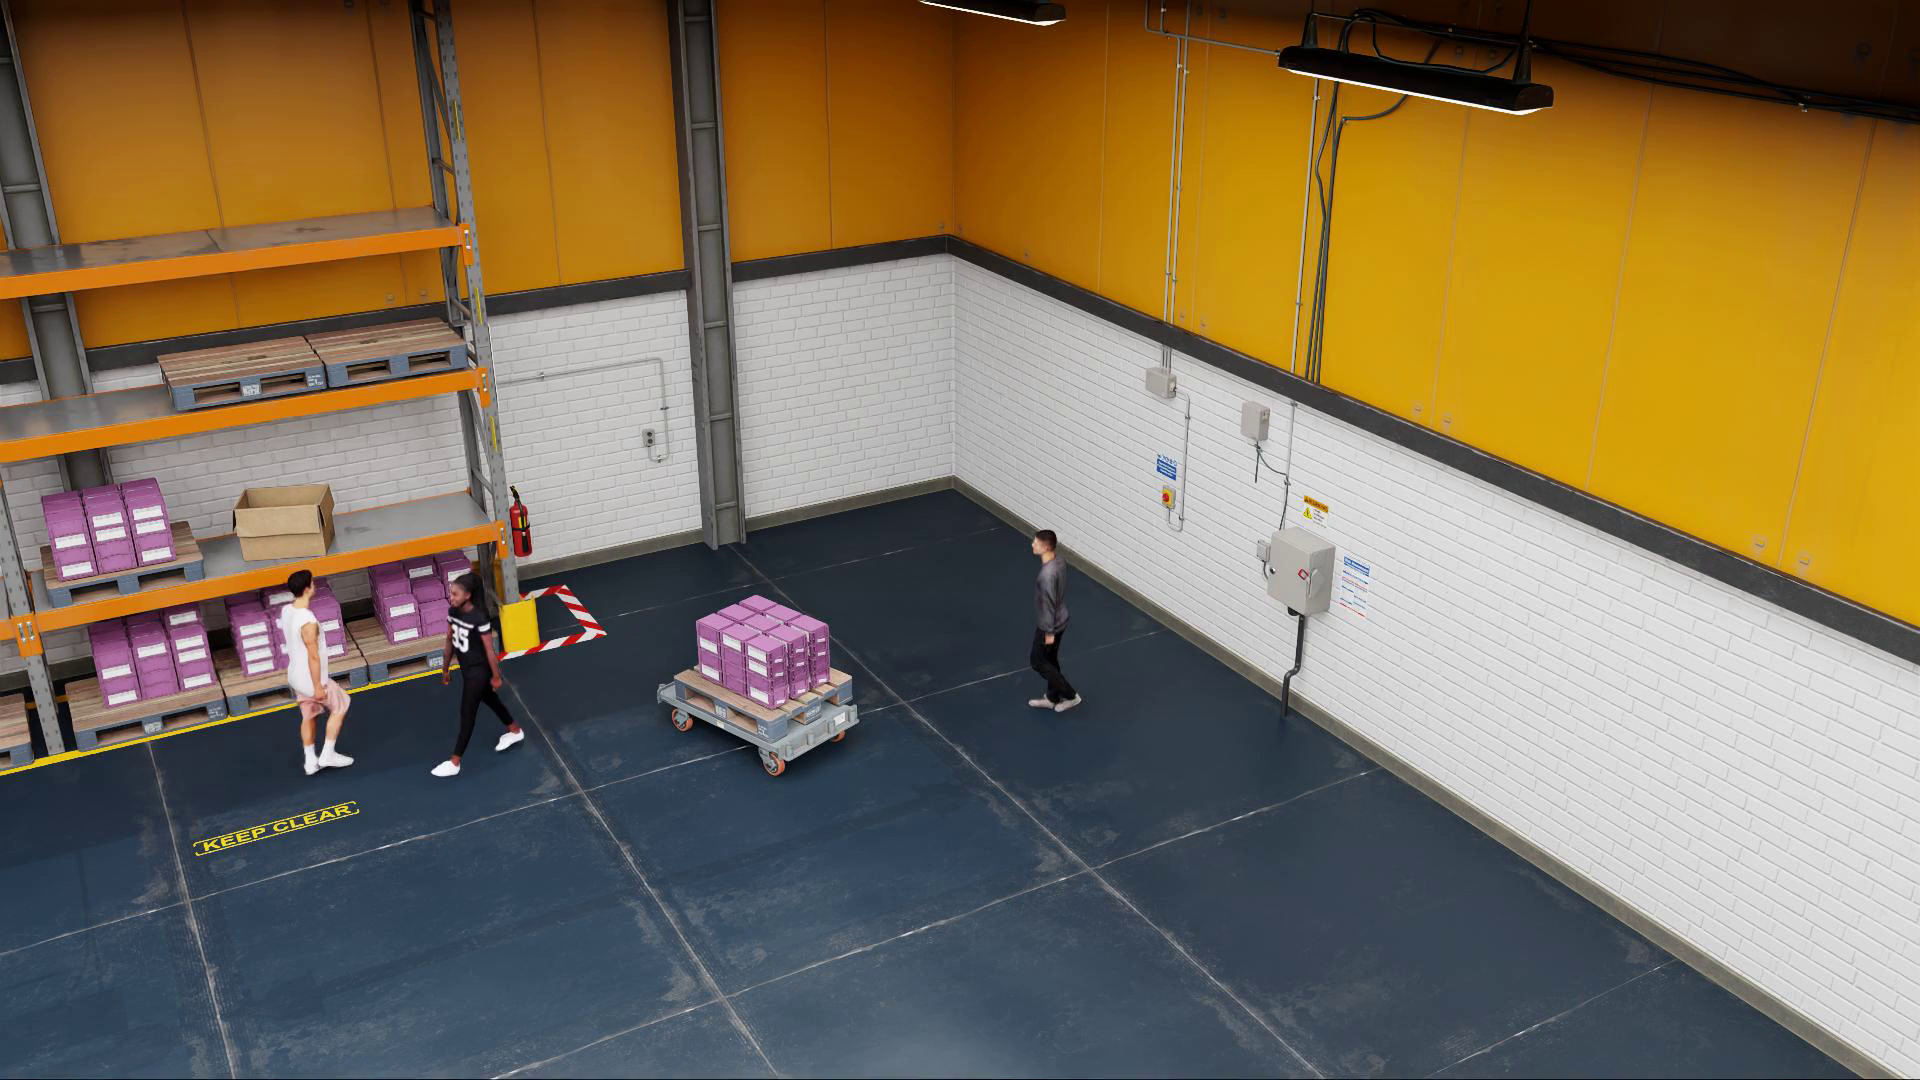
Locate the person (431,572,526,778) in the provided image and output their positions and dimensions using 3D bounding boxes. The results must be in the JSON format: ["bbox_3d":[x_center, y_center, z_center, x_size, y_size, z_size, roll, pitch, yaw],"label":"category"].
[{"bbox_3d":[-3.960,1.078,13.827,0.926,1.680,1.251,18,29,35],"label":"person"}]

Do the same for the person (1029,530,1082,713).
[{"bbox_3d":[0.882,0.736,14.526,0.902,1.746,0.842,8,25,17],"label":"person"}]

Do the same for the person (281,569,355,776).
[{"bbox_3d":[-5.397,1.135,13.592,0.748,1.765,0.751,-21,31,-39],"label":"person"}]
